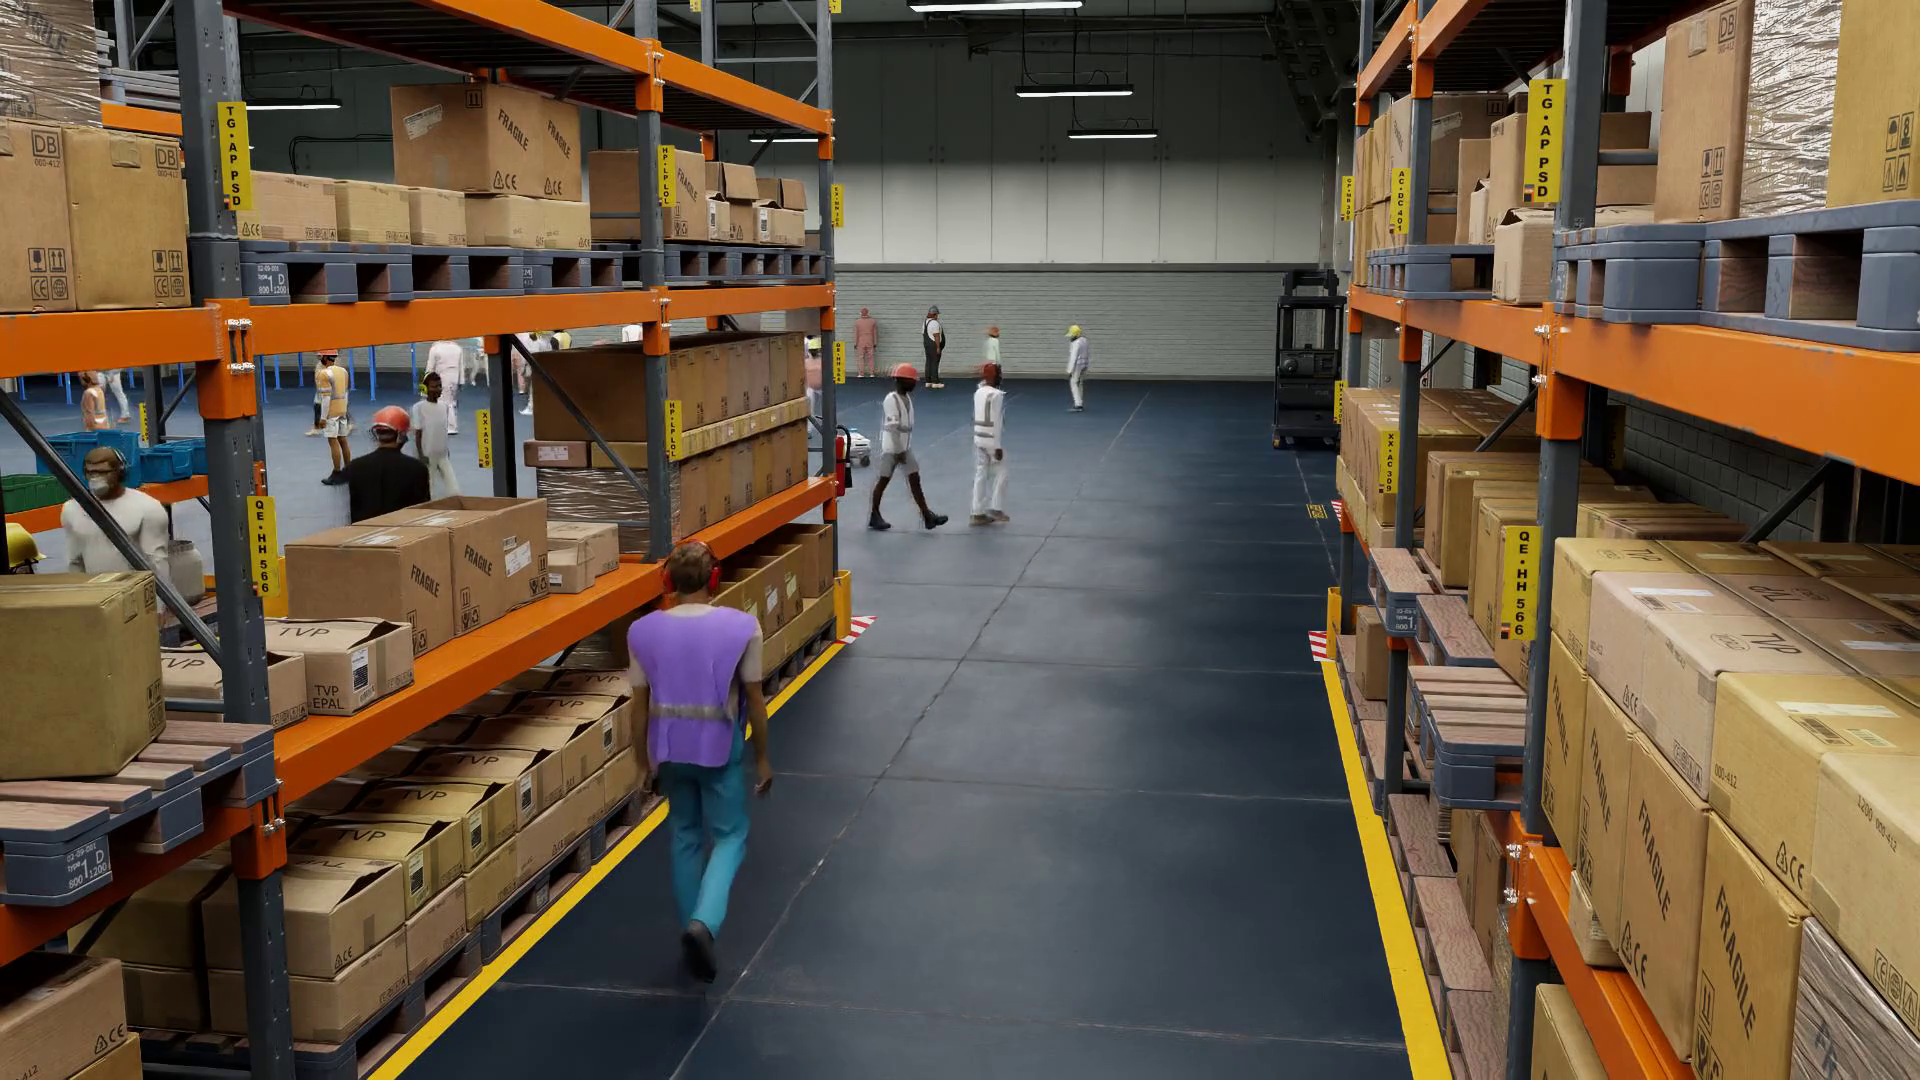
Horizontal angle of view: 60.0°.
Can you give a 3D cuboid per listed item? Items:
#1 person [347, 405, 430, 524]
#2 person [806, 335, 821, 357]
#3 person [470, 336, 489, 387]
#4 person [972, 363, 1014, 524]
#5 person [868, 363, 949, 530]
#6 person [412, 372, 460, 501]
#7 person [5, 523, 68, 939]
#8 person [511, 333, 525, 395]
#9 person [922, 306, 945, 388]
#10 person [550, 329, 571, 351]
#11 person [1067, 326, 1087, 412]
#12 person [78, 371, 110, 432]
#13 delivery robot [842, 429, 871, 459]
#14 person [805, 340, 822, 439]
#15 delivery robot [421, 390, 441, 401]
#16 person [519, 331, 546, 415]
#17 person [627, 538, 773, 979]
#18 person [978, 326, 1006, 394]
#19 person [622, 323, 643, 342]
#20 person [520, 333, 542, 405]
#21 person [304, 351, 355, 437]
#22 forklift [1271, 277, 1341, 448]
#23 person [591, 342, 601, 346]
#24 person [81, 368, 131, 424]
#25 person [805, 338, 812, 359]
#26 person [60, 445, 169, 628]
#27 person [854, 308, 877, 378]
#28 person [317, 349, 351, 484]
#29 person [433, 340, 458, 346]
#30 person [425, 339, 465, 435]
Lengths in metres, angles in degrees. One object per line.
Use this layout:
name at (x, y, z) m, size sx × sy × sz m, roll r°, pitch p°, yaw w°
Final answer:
person at (-4.023, 0.036, 11.810) m, size 0.635 × 1.973 × 0.438 m, roll 0°, pitch 9°, yaw 2°
person at (-3.291, -3.873, 36.808) m, size 0.540 × 1.676 × 0.570 m, roll -6°, pitch 11°, yaw -35°
person at (-12.100, -4.678, 41.996) m, size 0.751 × 1.613 × 0.510 m, roll 9°, pitch 13°, yaw 43°
person at (0.380, -1.120, 19.269) m, size 0.577 × 1.859 × 0.604 m, roll -5°, pitch 11°, yaw -29°
person at (-0.620, -1.036, 18.683) m, size 1.036 × 1.869 × 0.556 m, roll 6°, pitch 11°, yaw 32°
person at (-5.553, -0.857, 17.678) m, size 0.579 × 1.848 × 0.532 m, roll 7°, pitch 11°, yaw 35°
person at (-4.107, 0.835, 7.306) m, size 0.590 × 1.833 × 0.404 m, roll 2°, pitch 9°, yaw 11°
person at (-10.558, -4.379, 39.240) m, size 0.643 × 1.909 × 0.410 m, roll -6°, pitch 11°, yaw -34°
person at (-0.633, -4.844, 41.827) m, size 0.535 × 2.000 × 0.674 m, roll -5°, pitch 11°, yaw -29°
person at (-8.661, -3.815, 35.971) m, size 0.429 × 1.844 × 0.630 m, roll 3°, pitch 10°, yaw 18°
person at (2.432, -3.555, 34.565) m, size 0.422 × 1.782 × 0.670 m, roll 5°, pitch 10°, yaw 26°
person at (-11.620, -1.464, 22.161) m, size 0.793 × 1.599 × 0.550 m, roll -1°, pitch 9°, yaw -6°
delivery robot at (-1.599, -1.436, 25.084) m, size 0.477 × 0.478 × 0.707 m, roll -4°, pitch 10°, yaw -22°
person at (-2.509, -2.659, 29.203) m, size 0.536 × 1.723 × 0.915 m, roll 2°, pitch 9°, yaw 12°
delivery robot at (-11.117, -3.104, 35.374) m, size 0.477 × 0.478 × 0.707 m, roll 5°, pitch 10°, yaw 27°
person at (-8.653, -3.498, 34.118) m, size 0.509 × 1.822 × 1.004 m, roll 8°, pitch 12°, yaw 40°
person at (-1.087, 0.911, 6.859) m, size 0.585 × 1.824 × 0.622 m, roll 1°, pitch 9°, yaw 8°
person at (0.749, -4.248, 39.351) m, size 0.712 × 1.607 × 0.508 m, roll -4°, pitch 10°, yaw -21°
person at (-7.892, -4.554, 40.385) m, size 0.575 × 1.884 × 0.355 m, roll -1°, pitch 9°, yaw -4°
person at (-9.310, -3.901, 36.403) m, size 0.604 × 1.872 × 0.988 m, roll 2°, pitch 9°, yaw 13°
person at (-11.169, -2.667, 29.434) m, size 0.844 × 1.664 × 0.537 m, roll -6°, pitch 11°, yaw -34°
forklift at (5.847, -3.016, 27.970) m, size 1.129 × 2.768 × 1.873 m, roll 1°, pitch 9°, yaw 9°
person at (-5.379, -2.044, 24.975) m, size 0.642 × 1.871 × 0.956 m, roll 0°, pitch 9°, yaw -2°
person at (-16.244, -3.130, 31.576) m, size 0.650 × 1.884 × 0.999 m, roll 4°, pitch 10°, yaw 22°
person at (-3.251, -3.437, 33.552) m, size 0.683 × 1.863 × 0.857 m, roll 2°, pitch 9°, yaw 10°
person at (-4.973, 0.406, 9.745) m, size 0.642 × 1.903 × 0.879 m, roll 0°, pitch 9°, yaw -2°
person at (-2.583, -5.359, 45.305) m, size 0.639 × 1.902 × 0.407 m, roll -2°, pitch 9°, yaw -14°
person at (-8.641, -1.746, 22.895) m, size 0.362 × 1.939 × 0.542 m, roll 2°, pitch 9°, yaw 13°
person at (-11.076, -3.740, 35.830) m, size 0.531 × 1.737 × 0.794 m, roll -3°, pitch 10°, yaw -19°
person at (-9.310, -2.841, 29.876) m, size 0.890 × 1.872 × 0.668 m, roll 6°, pitch 11°, yaw 33°
